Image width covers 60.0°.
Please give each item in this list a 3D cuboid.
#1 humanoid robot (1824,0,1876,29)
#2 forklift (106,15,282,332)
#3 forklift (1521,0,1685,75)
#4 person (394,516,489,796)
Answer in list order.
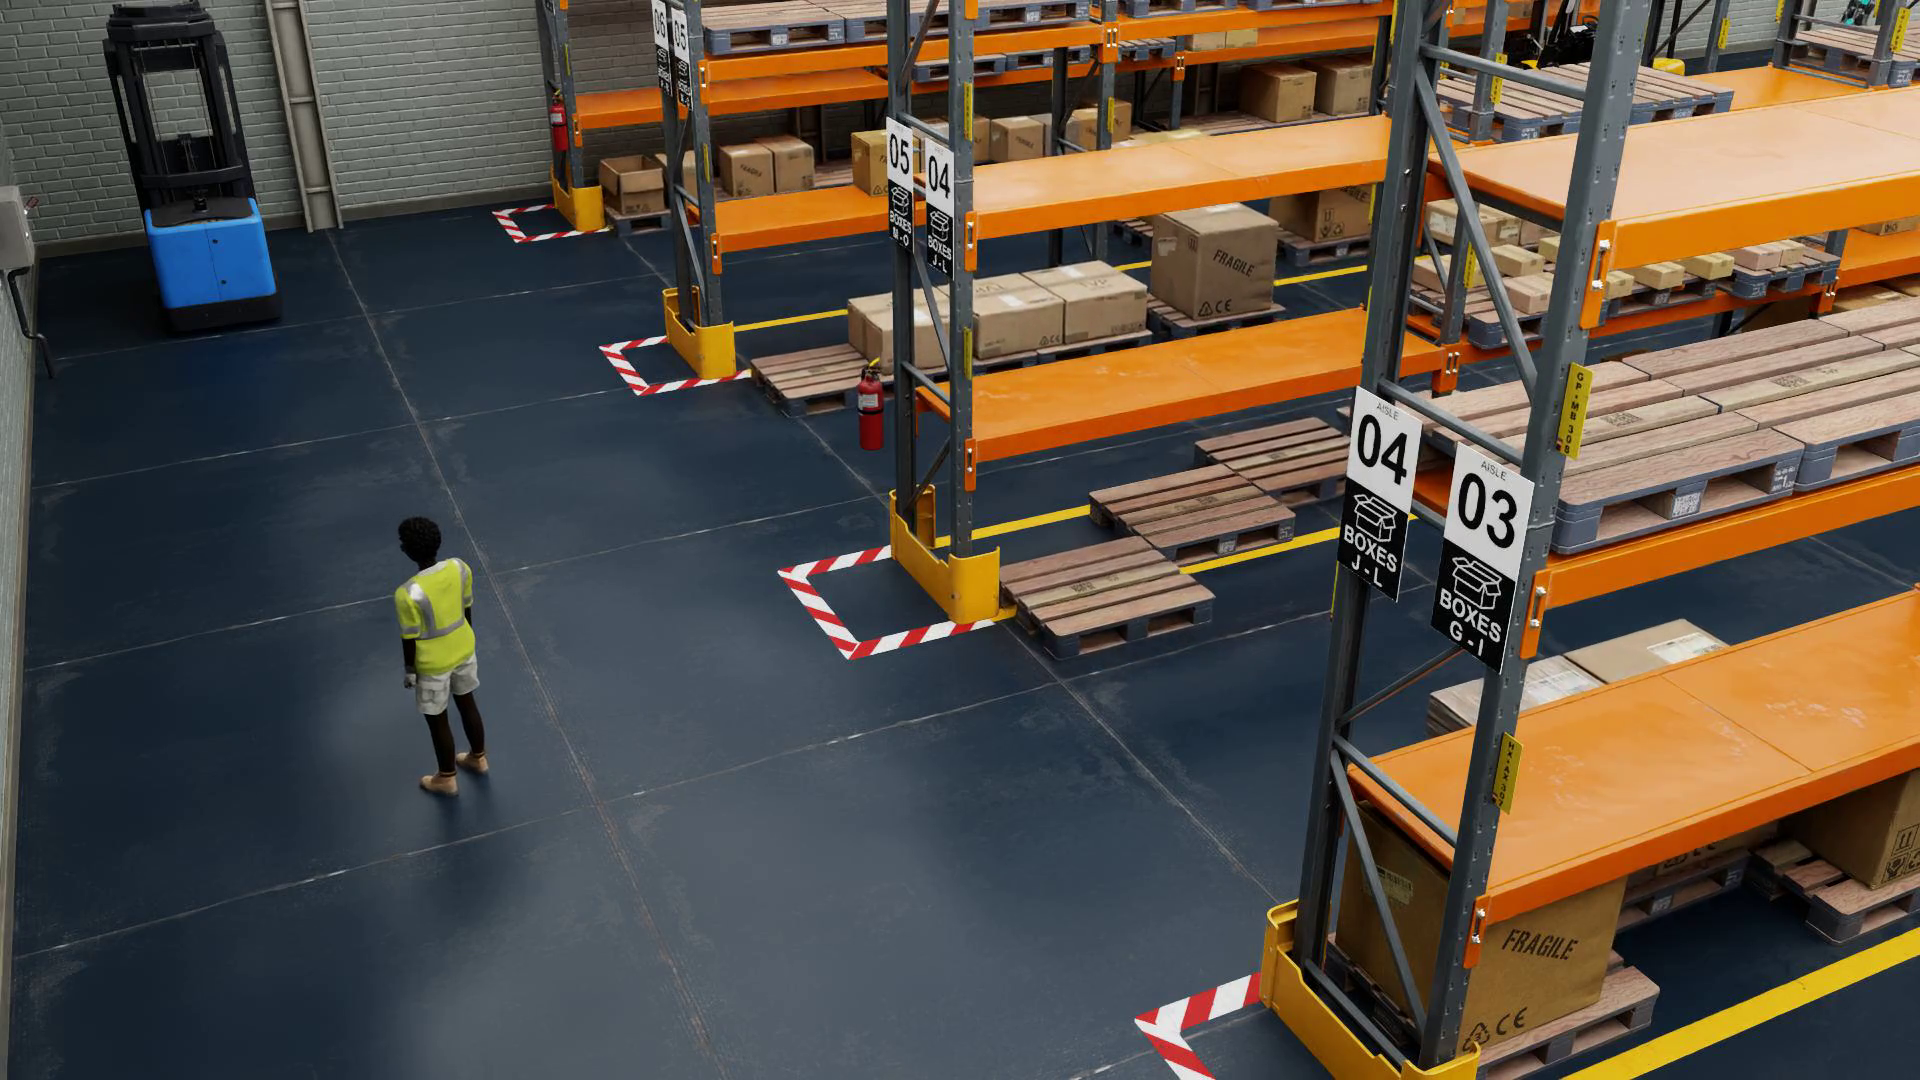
[{"bbox_3d":[13.789,-8.025,25.946,0.819,1.829,0.530,-4,28,-7],"label":"humanoid robot"},{"bbox_3d":[-7.548,-3.672,16.323,1.129,2.768,1.873,-12,30,-22],"label":"forklift"},{"bbox_3d":[8.950,-6.807,23.056,1.214,2.155,2.313,-12,30,-22],"label":"forklift"},{"bbox_3d":[-2.903,0.645,9.326,0.324,1.686,0.539,13,30,24],"label":"person"}]
